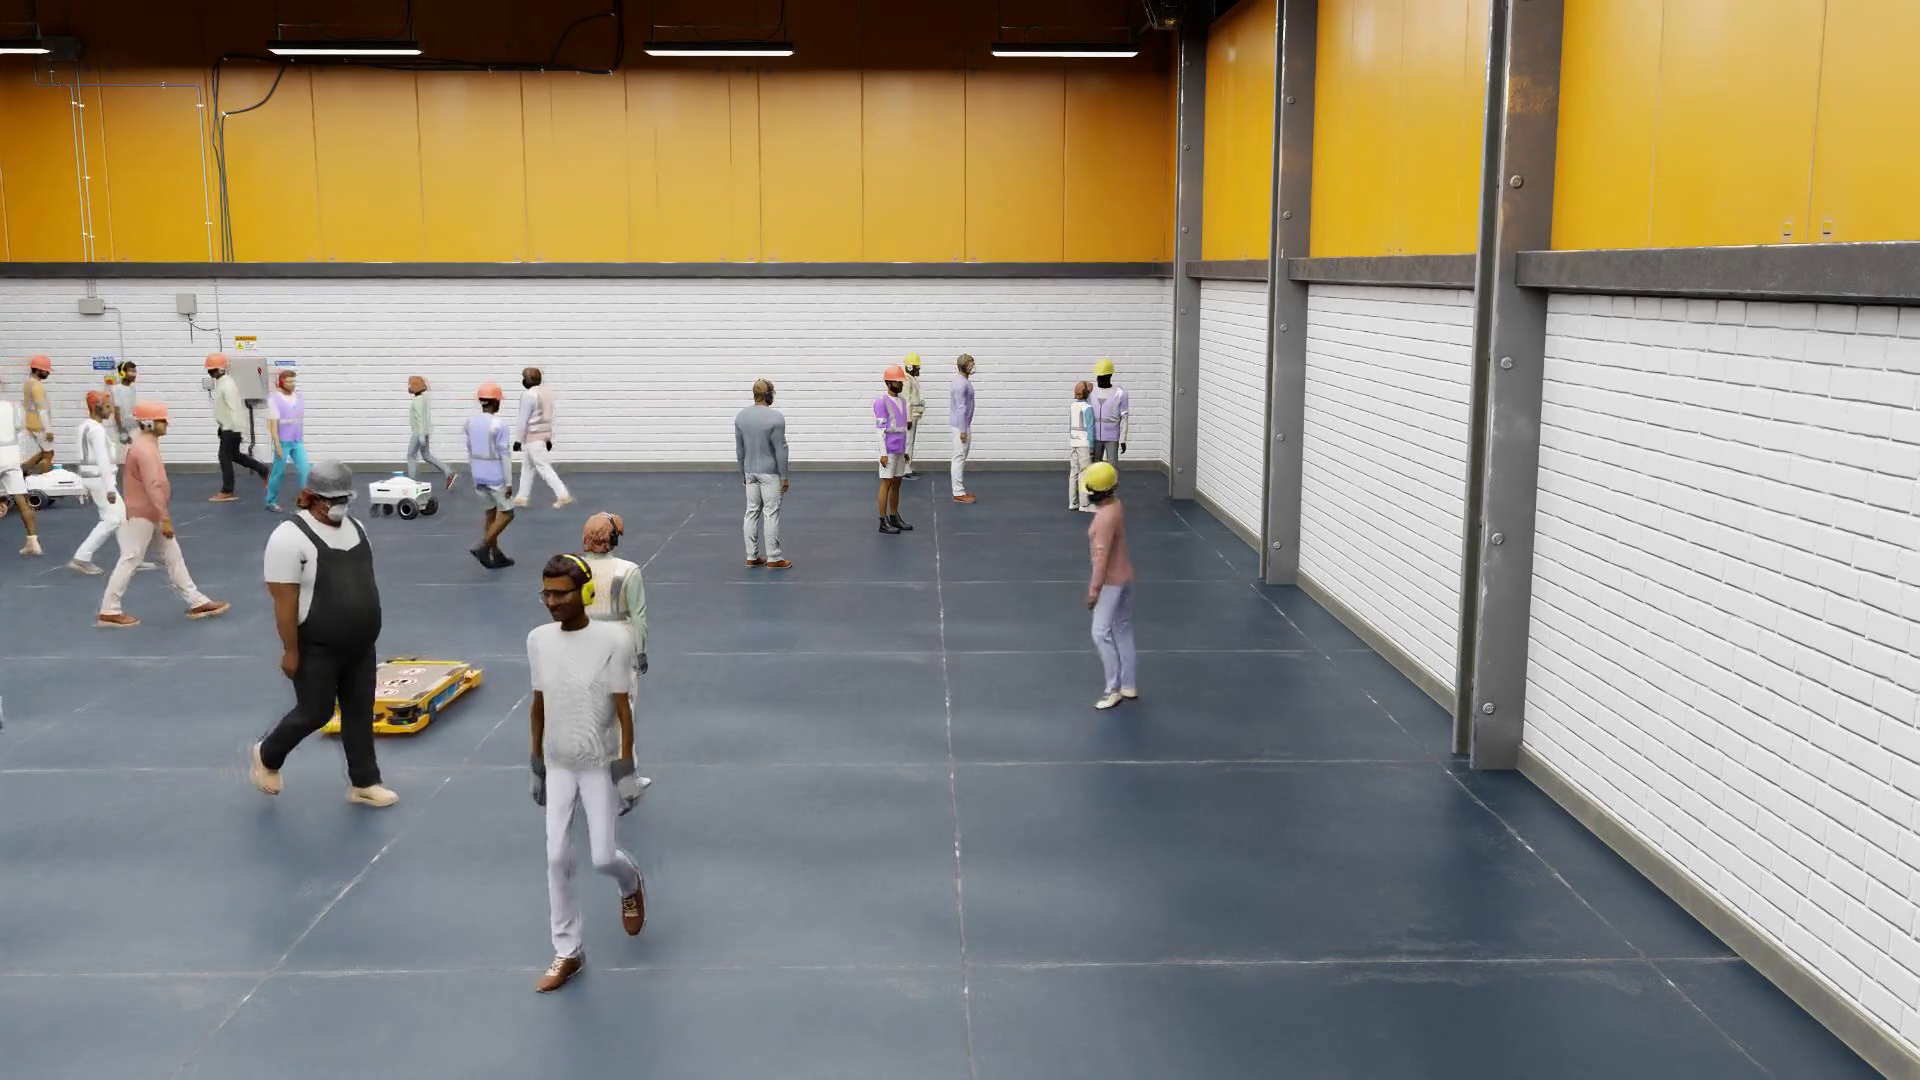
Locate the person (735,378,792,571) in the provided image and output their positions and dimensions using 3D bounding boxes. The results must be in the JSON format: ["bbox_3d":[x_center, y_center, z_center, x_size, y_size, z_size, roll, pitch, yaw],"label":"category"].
[{"bbox_3d":[-1.978,-0.658,16.772,0.630,1.940,0.372,6,11,32],"label":"person"}]

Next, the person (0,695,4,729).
[{"bbox_3d":[-5.136,0.870,8.439,0.514,1.598,0.767,-2,9,-10],"label":"person"}]

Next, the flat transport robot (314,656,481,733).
[{"bbox_3d":[-3.832,1.047,11.417,0.652,0.197,1.431,0,9,2],"label":"flat transport robot"}]

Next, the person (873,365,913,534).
[{"bbox_3d":[-0.755,-1.045,19.149,0.354,1.939,0.545,5,11,29],"label":"person"}]

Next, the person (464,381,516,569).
[{"bbox_3d":[-4.720,-0.632,16.662,0.568,1.927,0.596,4,10,26],"label":"person"}]

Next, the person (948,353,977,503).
[{"bbox_3d":[0.040,-1.455,21.658,0.379,1.940,0.629,0,9,3],"label":"person"}]

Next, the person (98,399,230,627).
[{"bbox_3d":[-6.884,-0.229,14.166,1.040,1.935,0.642,-4,10,-23],"label":"person"}]

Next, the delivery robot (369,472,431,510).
[{"bbox_3d":[-6.838,-0.592,20.314,0.707,0.478,0.477,2,9,15],"label":"delivery robot"}]

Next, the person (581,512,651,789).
[{"bbox_3d":[-2.052,0.656,9.636,0.525,1.638,0.307,2,10,14],"label":"person"}]

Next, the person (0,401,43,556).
[{"bbox_3d":[-10.172,-0.805,17.564,1.071,1.986,0.623,5,11,28],"label":"person"}]

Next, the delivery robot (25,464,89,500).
[{"bbox_3d":[-11.419,-0.717,21.078,0.707,0.478,0.477,-2,10,-15],"label":"delivery robot"}]

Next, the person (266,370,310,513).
[{"bbox_3d":[-8.280,-1.198,20.538,0.989,1.792,0.590,4,10,25],"label":"person"}]

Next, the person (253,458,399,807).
[{"bbox_3d":[-3.602,0.503,9.342,0.766,2.000,0.694,4,10,21],"label":"person"}]

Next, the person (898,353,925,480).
[{"bbox_3d":[-0.703,-1.787,24.025,0.404,1.827,0.600,1,9,3],"label":"person"}]

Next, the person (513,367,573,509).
[{"bbox_3d":[-5.341,-1.291,21.078,0.930,1.809,0.623,1,9,7],"label":"person"}]

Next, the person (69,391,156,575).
[{"bbox_3d":[-8.506,-0.569,16.552,0.751,1.836,0.624,-5,11,-30],"label":"person"}]

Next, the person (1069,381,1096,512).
[{"bbox_3d":[1.532,-1.163,20.780,0.306,1.640,0.522,-4,10,-25],"label":"person"}]

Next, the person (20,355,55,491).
[{"bbox_3d":[-12.311,-1.513,22.144,0.568,1.897,0.566,-7,12,-37],"label":"person"}]

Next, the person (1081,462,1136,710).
[{"bbox_3d":[1.046,0.297,11.568,0.354,1.724,0.636,2,9,12],"label":"person"}]

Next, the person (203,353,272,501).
[{"bbox_3d":[-9.481,-1.493,21.867,0.795,1.960,0.639,-5,10,-27],"label":"person"}]

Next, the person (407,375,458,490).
[{"bbox_3d":[-7.270,-1.439,22.564,0.742,1.610,0.504,-1,9,-7],"label":"person"}]

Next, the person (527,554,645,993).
[{"bbox_3d":[-1.598,0.957,7.146,0.543,1.851,0.649,2,10,13],"label":"person"}]

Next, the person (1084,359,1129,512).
[{"bbox_3d":[1.797,-1.281,20.646,0.585,1.921,0.383,5,10,27],"label":"person"}]

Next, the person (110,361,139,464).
[{"bbox_3d":[-11.149,-1.470,22.135,0.971,1.827,0.518,2,9,12],"label":"person"}]
